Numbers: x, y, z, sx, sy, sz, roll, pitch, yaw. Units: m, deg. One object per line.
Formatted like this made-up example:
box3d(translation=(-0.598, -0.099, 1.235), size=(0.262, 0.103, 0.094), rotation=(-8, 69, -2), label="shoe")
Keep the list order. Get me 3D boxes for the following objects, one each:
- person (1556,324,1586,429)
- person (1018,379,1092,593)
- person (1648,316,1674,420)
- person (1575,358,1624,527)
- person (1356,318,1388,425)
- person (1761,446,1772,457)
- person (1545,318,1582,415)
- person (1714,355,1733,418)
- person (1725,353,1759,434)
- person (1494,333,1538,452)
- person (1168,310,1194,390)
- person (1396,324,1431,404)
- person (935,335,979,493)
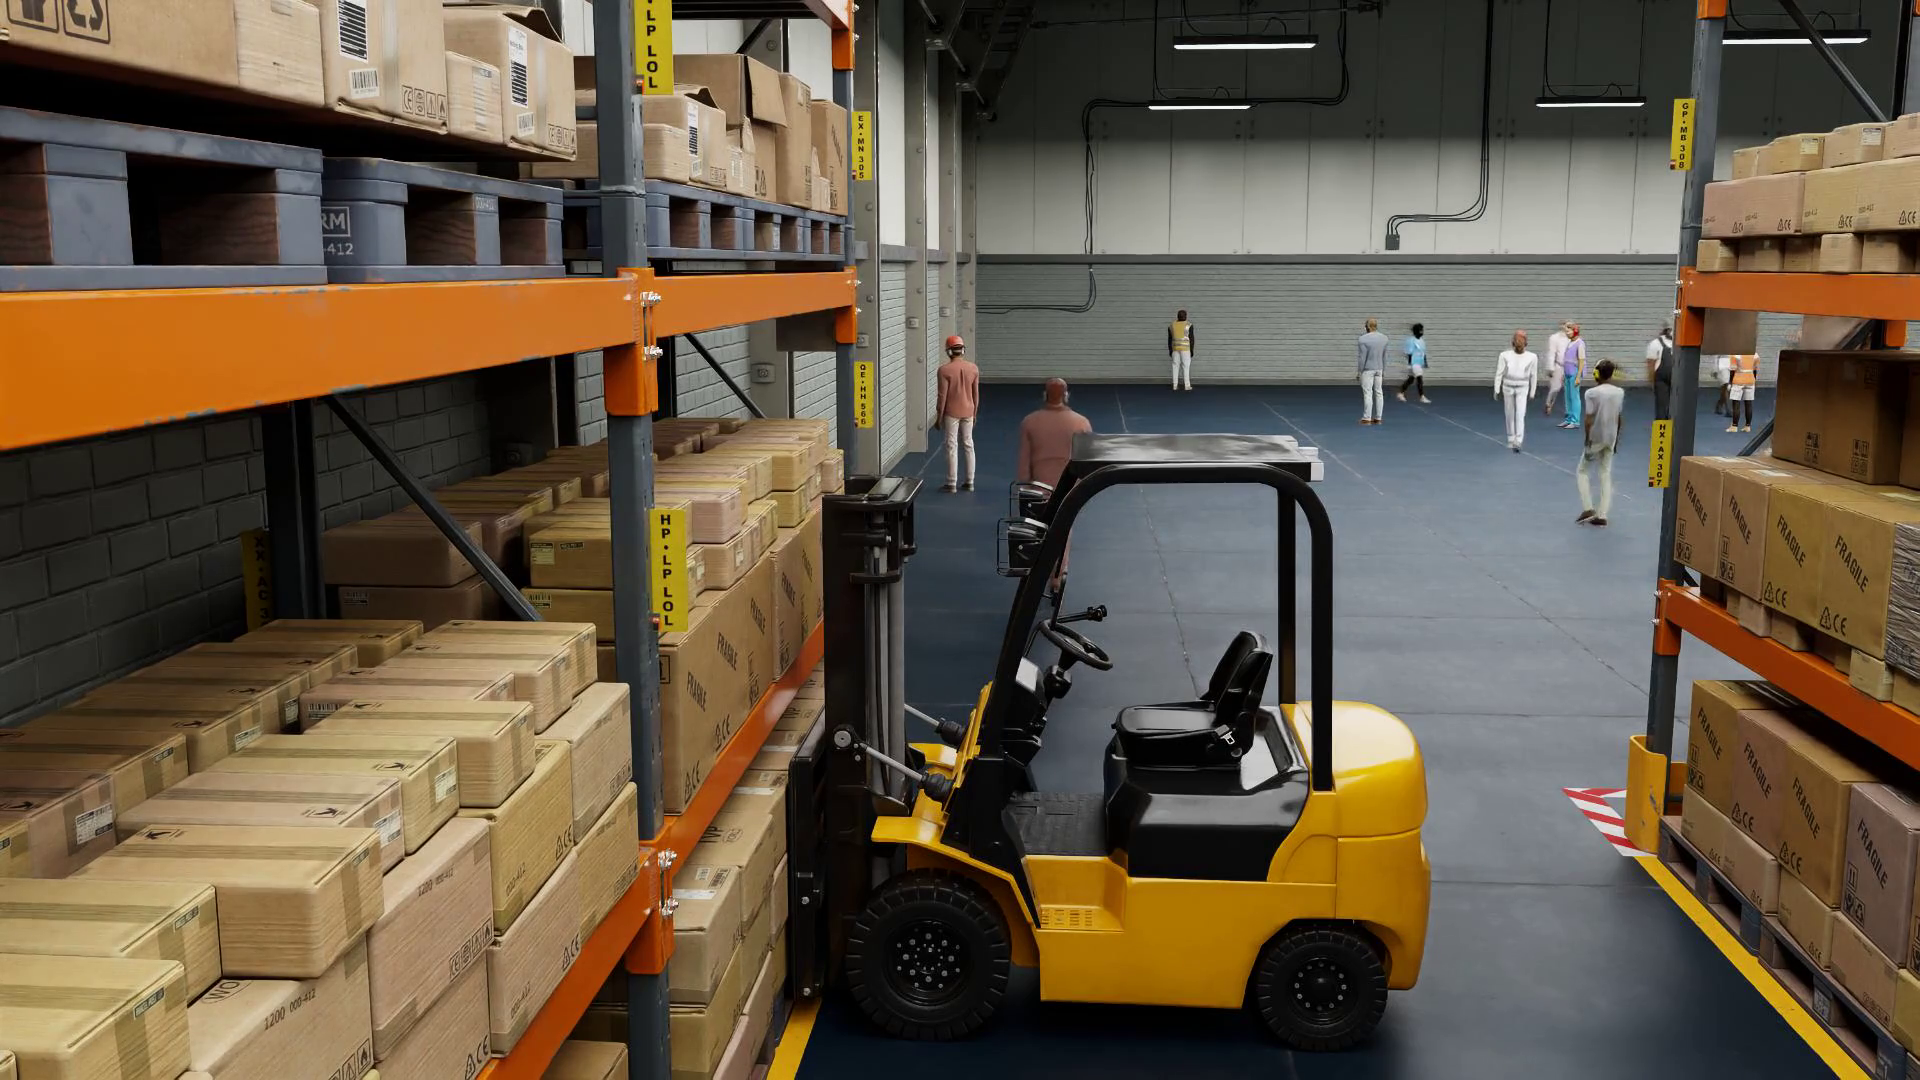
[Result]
box3d(translation=(10.797, -2.877, 29.261), size=(0.373, 1.843, 0.571), rotation=(0, 9, -3), label="person")
box3d(translation=(0.860, -0.500, 14.799), size=(0.665, 1.856, 0.970), rotation=(1, 9, 4), label="person")
box3d(translation=(11.800, -2.708, 27.651), size=(0.697, 2.000, 0.565), rotation=(0, 9, -1), label="person")
box3d(translation=(7.048, -1.073, 18.320), size=(0.521, 1.853, 0.509), rotation=(-1, 9, -8), label="person")
box3d(translation=(7.387, -3.021, 29.876), size=(0.629, 1.933, 0.377), rotation=(-4, 10, -25), label="person")
box3d(translation=(11.781, -1.949, 23.184), size=(0.616, 2.012, 0.965), rotation=(-9, 13, -44), label="person")
box3d(translation=(11.416, -3.255, 31.464), size=(0.649, 1.878, 0.809), rotation=(0, 9, 1), label="person")
box3d(translation=(14.603, -3.298, 31.630), size=(0.551, 1.910, 0.845), rotation=(0, 9, -1), label="person")
box3d(translation=(13.359, -2.661, 28.406), size=(0.533, 1.697, 0.318), rotation=(-2, 10, -10), label="person")
box3d(translation=(8.603, -2.287, 25.759), size=(0.593, 1.833, 1.005), rotation=(4, 10, 25), label="person")
box3d(translation=(5.114, -4.377, 38.365), size=(0.619, 1.845, 0.430), rotation=(5, 11, 27), label="person")
box3d(translation=(9.497, -3.698, 34.798), size=(0.840, 1.660, 0.528), rotation=(8, 12, 40), label="person")
box3d(translation=(-0.044, -1.592, 21.054), size=(0.610, 1.986, 0.392), rotation=(-6, 11, -31), label="person")
